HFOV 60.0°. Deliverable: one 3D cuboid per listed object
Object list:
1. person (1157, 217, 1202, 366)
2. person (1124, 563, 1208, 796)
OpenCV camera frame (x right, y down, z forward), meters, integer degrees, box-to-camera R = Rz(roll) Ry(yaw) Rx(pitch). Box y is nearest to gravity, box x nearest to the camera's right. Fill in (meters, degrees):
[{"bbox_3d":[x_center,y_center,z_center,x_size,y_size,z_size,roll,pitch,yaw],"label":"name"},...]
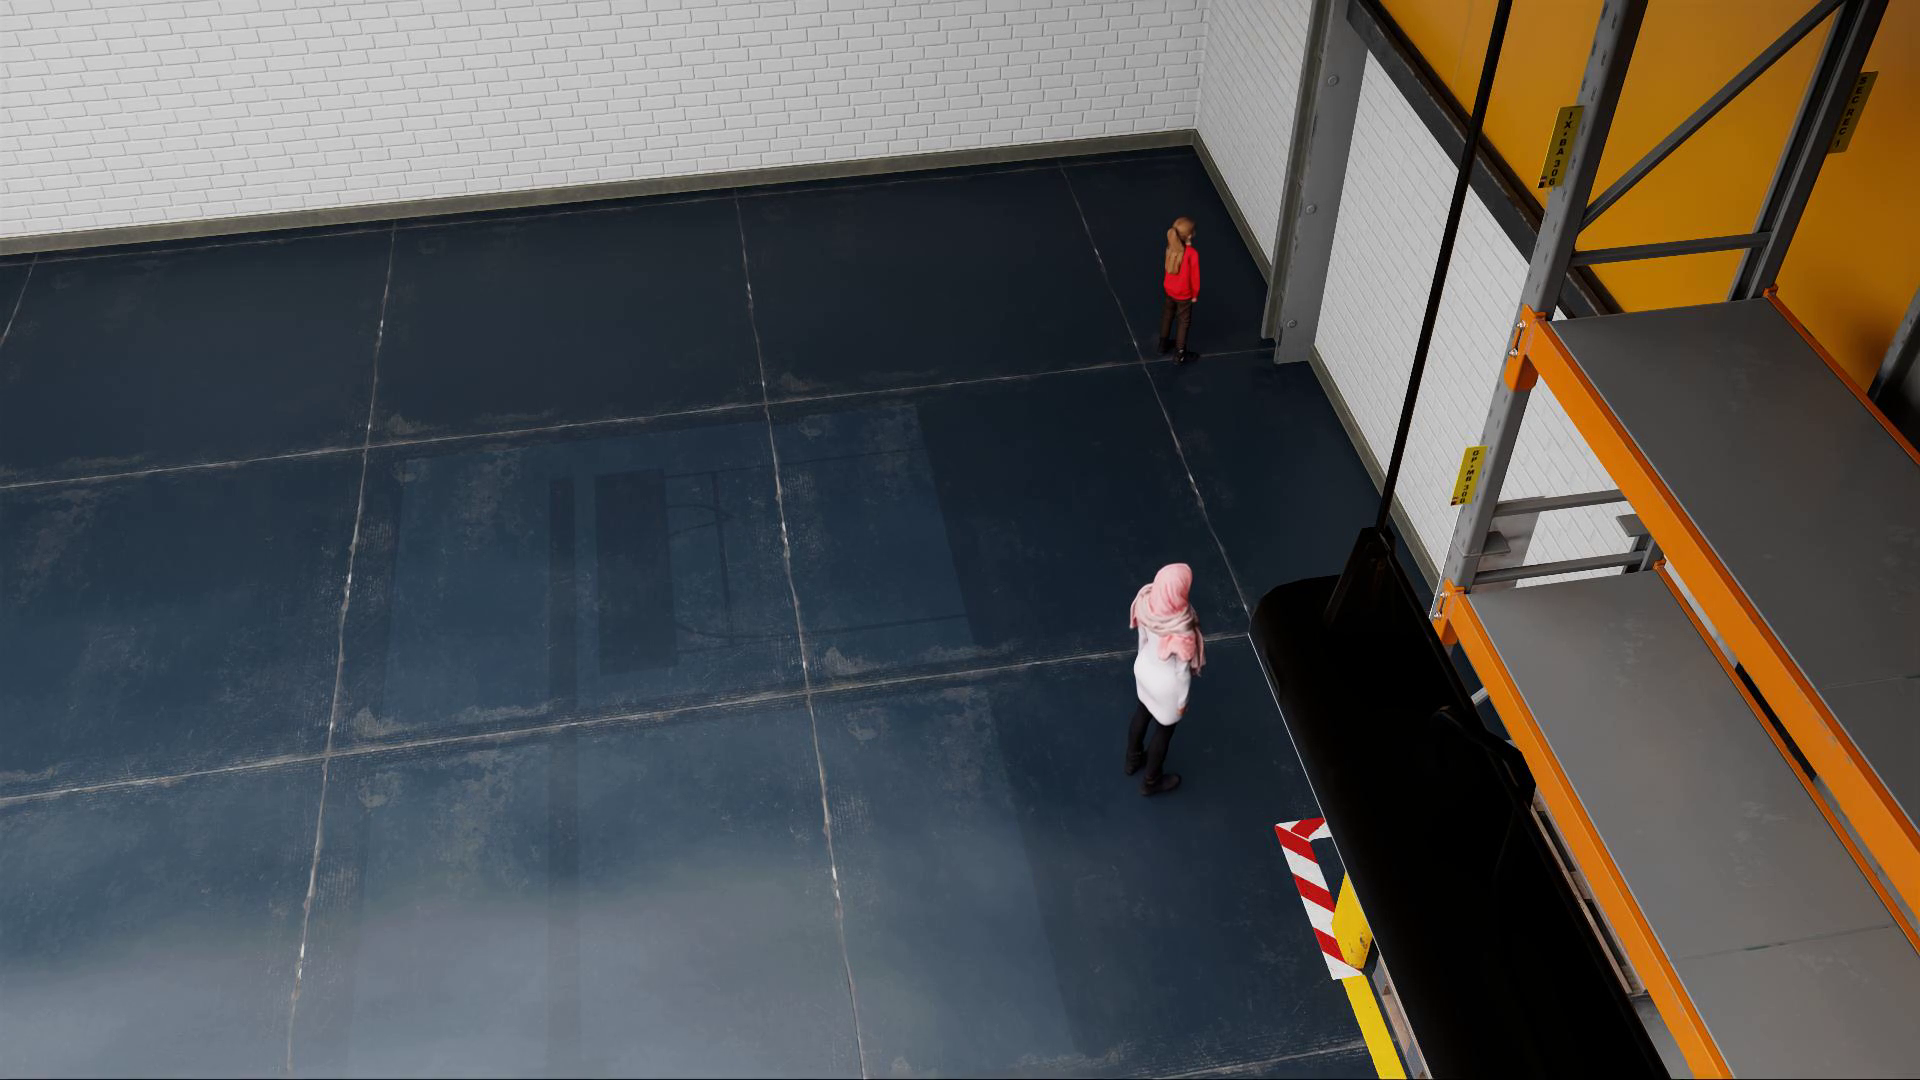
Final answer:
[{"bbox_3d":[1.701,-1.941,12.845,0.644,1.280,0.568,-29,51,-27],"label":"person"},{"bbox_3d":[1.153,0.801,9.589,0.764,1.802,0.653,-25,49,-24],"label":"person"}]
